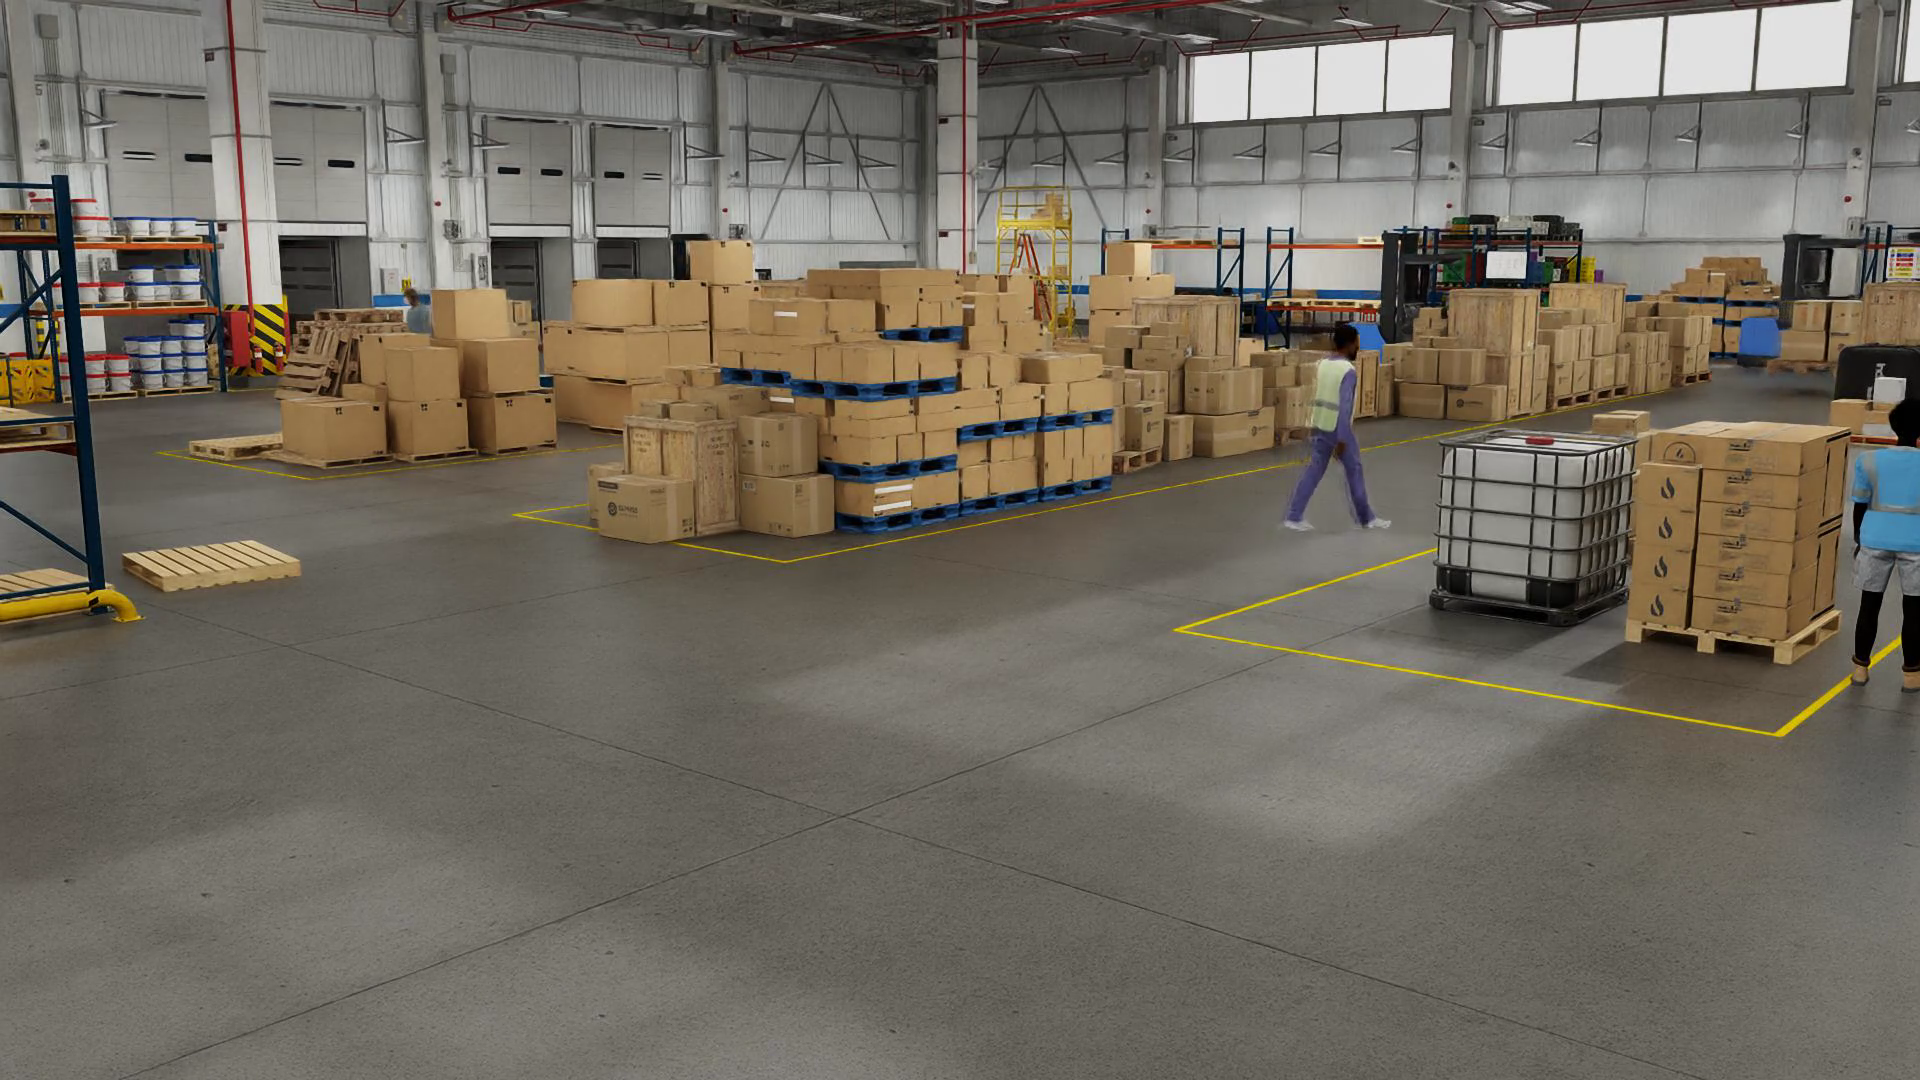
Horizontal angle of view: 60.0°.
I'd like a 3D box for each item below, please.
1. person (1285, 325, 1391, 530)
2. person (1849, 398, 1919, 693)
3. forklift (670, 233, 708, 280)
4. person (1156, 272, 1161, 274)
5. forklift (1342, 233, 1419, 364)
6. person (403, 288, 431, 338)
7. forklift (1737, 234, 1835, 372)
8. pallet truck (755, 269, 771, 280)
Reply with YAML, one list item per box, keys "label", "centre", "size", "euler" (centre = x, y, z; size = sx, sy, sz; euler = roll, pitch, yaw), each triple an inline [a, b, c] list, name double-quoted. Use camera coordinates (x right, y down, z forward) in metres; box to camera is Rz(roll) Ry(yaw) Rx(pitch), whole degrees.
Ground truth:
- label: "person"
  centre: [3.396, -0.995, 14.961]
  size: [0.994, 1.869, 0.597]
  euler: [-3, 11, -19]
- label: "person"
  centre: [5.404, 0.033, 9.575]
  size: [0.535, 1.697, 0.318]
  euler: [8, 13, 39]
- label: "forklift"
  centre: [-5.348, -4.666, 32.959]
  size: [1.873, 2.768, 1.129]
  euler: [-8, 13, -39]
- label: "person"
  centre: [5.005, -5.804, 42.125]
  size: [0.551, 1.935, 0.372]
  euler: [-5, 11, -27]
- label: "forklift"
  centre: [8.358, -4.466, 31.817]
  size: [1.873, 2.768, 1.129]
  euler: [8, 13, 40]
- label: "person"
  centre: [-8.685, -3.096, 26.789]
  size: [0.494, 1.919, 0.672]
  euler: [-8, 13, -39]
- label: "forklift"
  centre: [17.370, -4.941, 34.525]
  size: [1.129, 2.768, 1.873]
  euler: [-7, 12, -34]
- label: "pallet truck"
  centre: [-4.996, -6.432, 45.525]
  size: [1.885, 1.965, 0.823]
  euler: [-6, 12, -32]
